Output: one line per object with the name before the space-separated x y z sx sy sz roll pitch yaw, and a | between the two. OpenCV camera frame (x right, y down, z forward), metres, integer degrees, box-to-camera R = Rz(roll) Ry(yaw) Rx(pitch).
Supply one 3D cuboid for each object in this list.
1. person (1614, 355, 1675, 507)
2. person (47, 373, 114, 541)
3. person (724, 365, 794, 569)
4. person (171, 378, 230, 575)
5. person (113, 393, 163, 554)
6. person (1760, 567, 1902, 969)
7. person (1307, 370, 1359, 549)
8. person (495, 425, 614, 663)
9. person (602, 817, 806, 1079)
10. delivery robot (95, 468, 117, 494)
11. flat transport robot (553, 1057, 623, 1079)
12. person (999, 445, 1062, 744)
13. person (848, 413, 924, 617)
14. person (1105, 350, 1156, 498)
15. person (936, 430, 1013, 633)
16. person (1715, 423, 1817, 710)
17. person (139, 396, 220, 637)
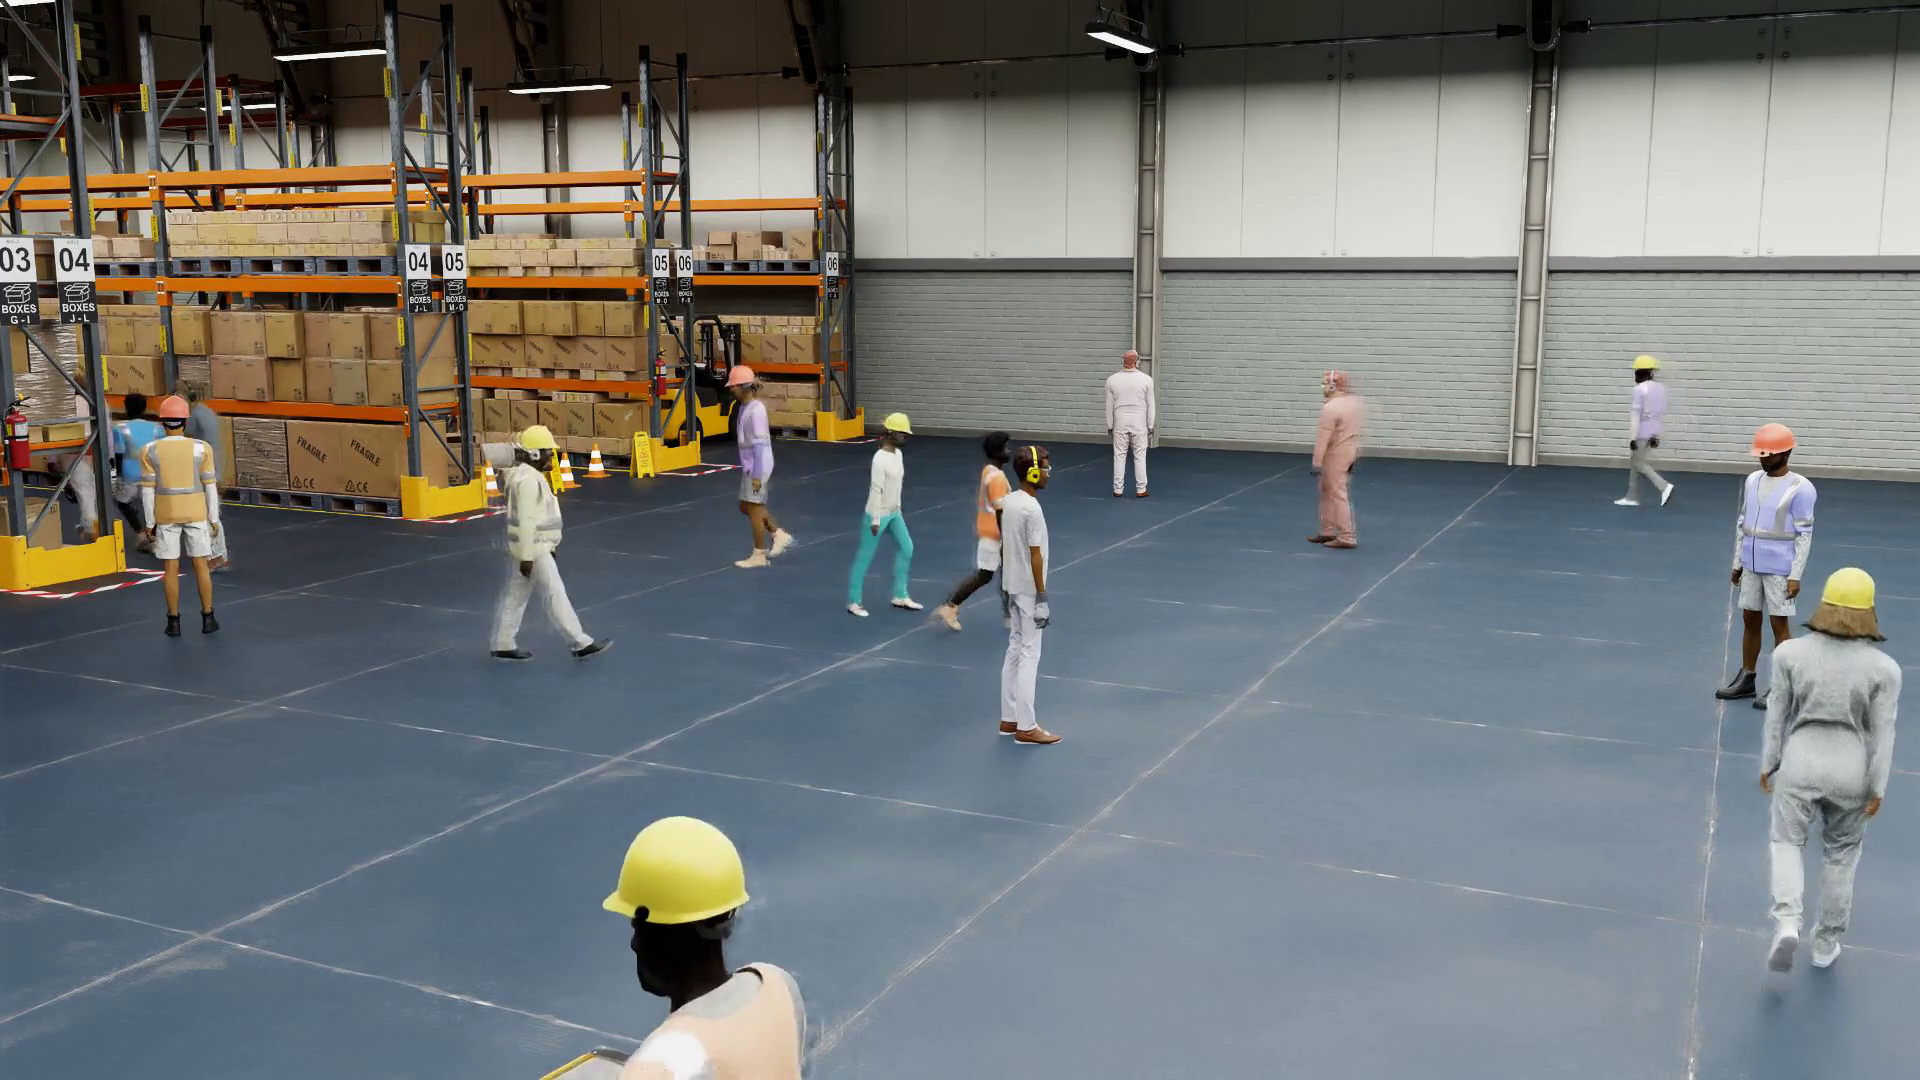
person | 8.485 -1.327 20.489 0.591 1.903 0.750 -8 12 -40
person | -9.672 -0.910 18.164 0.784 1.815 0.661 6 11 31
person | -2.008 -0.717 16.378 0.596 2.019 0.659 -3 10 -20
person | -7.329 -0.605 16.007 0.517 1.908 0.673 -9 13 -43
person | -8.463 -0.677 17.151 0.378 1.680 0.547 6 11 34
person | 3.590 0.973 6.903 0.494 1.725 0.577 5 11 30
person | 3.905 -0.855 17.640 0.732 1.877 0.673 6 11 34
person | -3.085 0.041 12.422 0.900 1.785 0.621 -3 10 -16
person | -0.560 1.469 3.306 0.660 1.900 0.603 5 10 26
delivery robot | -10.879 -0.790 21.014 0.707 0.478 0.477 4 10 25
flat transport robot | -0.952 1.963 5.289 1.431 0.197 0.652 6 11 32
person | 0.428 0.337 10.382 0.314 1.866 0.536 -4 10 -21
person | -0.624 -0.215 14.190 0.701 1.728 0.613 3 10 18
person | 2.204 -1.492 21.471 0.643 1.909 0.410 2 10 14
person | 0.224 -0.059 13.432 0.824 1.671 0.530 0 9 0
person | 5.424 0.174 11.186 0.372 1.929 0.543 -4 10 -23
person | -6.274 -0.191 13.401 0.552 1.935 0.360 -4 10 -25
